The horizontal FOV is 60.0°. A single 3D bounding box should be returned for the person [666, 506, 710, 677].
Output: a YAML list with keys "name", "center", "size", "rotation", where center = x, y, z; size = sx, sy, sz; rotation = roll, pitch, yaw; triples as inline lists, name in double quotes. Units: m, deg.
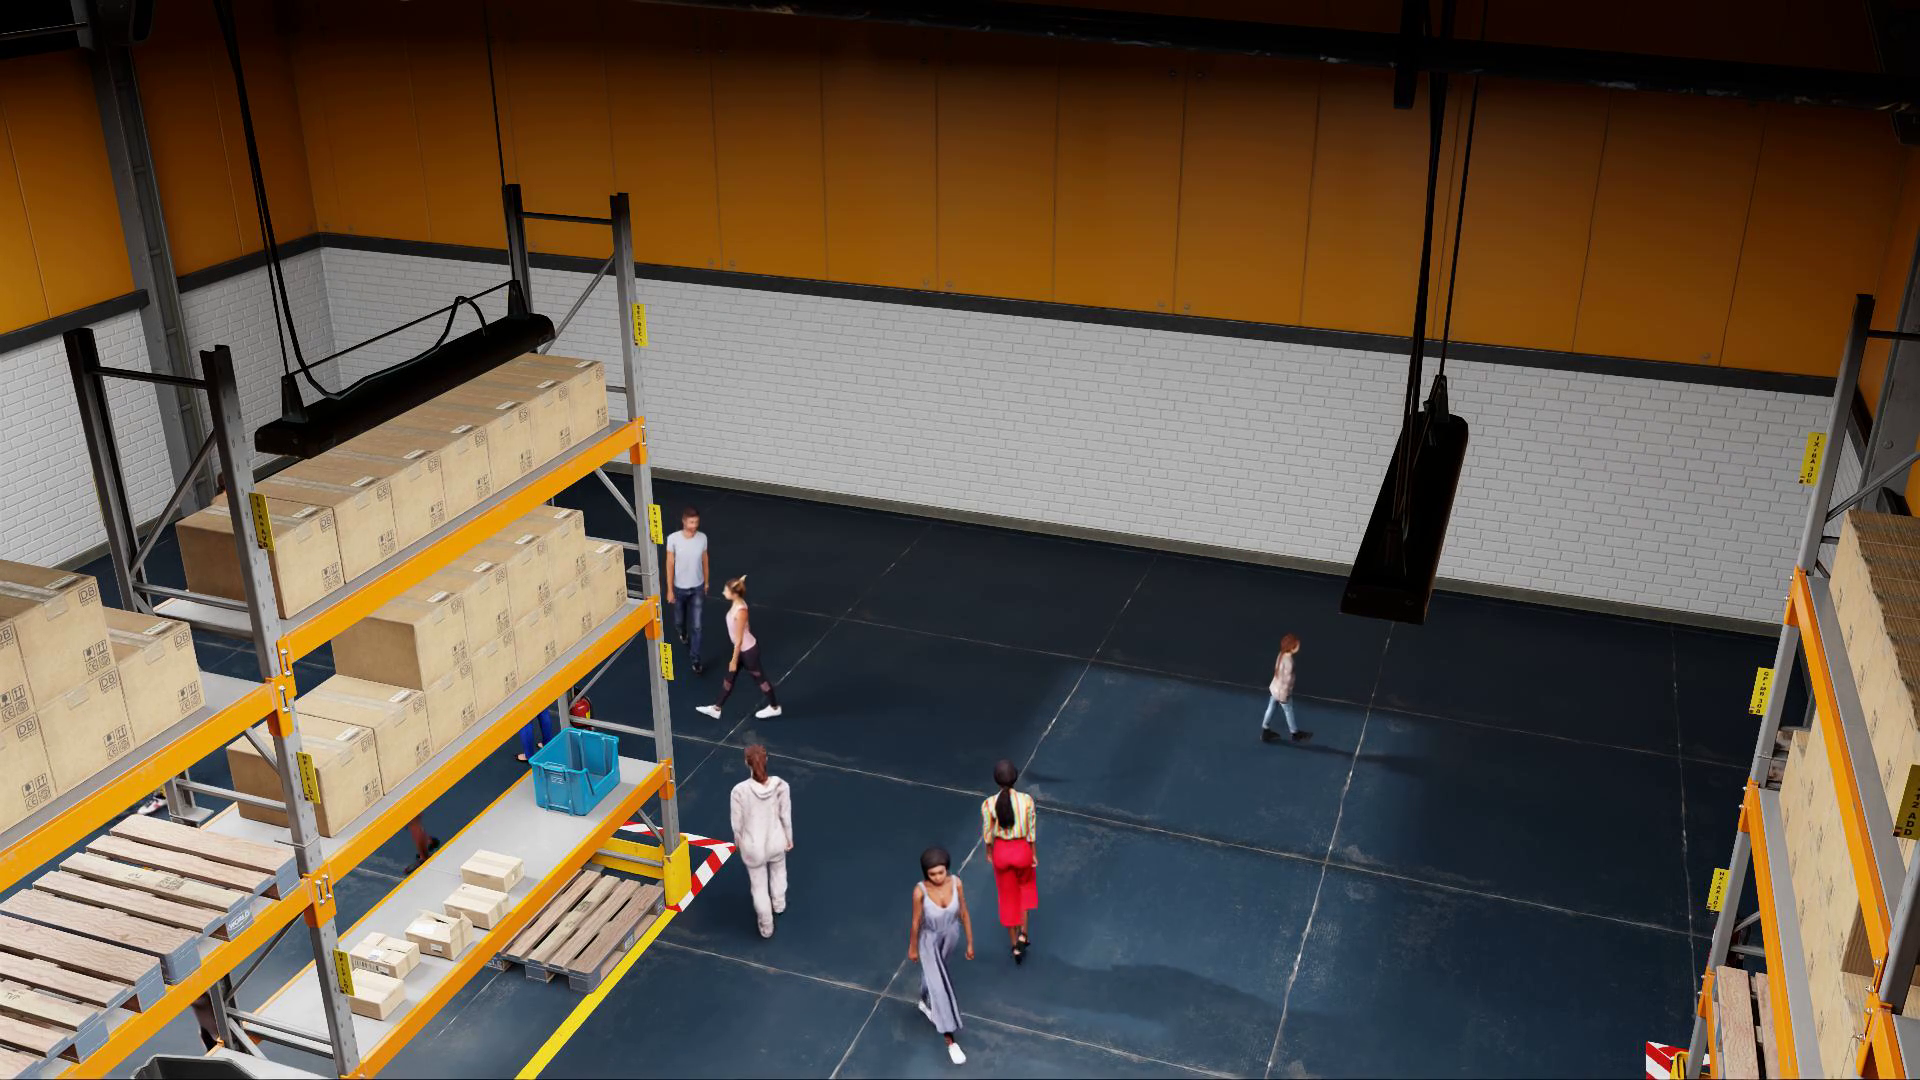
- name: "person"
  center: [-2.936, 0.487, 17.841]
  size: [1.035, 1.834, 1.184]
  rotation: [-6, 24, -13]

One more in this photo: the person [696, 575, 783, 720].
- name: "person"
  center: [-2.071, 1.115, 16.703]
  size: [1.033, 1.595, 1.075]
  rotation: [-6, 24, -14]

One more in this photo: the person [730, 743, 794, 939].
- name: "person"
  center: [-1.579, 2.485, 13.479]
  size: [0.845, 1.667, 0.920]
  rotation: [-6, 24, -14]

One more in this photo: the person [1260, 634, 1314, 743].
- name: "person"
  center: [3.122, 1.476, 16.405]
  size: [0.744, 1.173, 0.752]
  rotation: [-3, 24, -7]

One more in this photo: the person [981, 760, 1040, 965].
- name: "person"
  center: [0.398, 2.594, 13.104]
  size: [0.730, 1.768, 0.773]
  rotation: [1, 24, 2]

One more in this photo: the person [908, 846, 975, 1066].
- name: "person"
  center: [-0.208, 2.965, 12.400]
  size: [1.082, 1.652, 1.106]
  rotation: [-12, 27, -26]
